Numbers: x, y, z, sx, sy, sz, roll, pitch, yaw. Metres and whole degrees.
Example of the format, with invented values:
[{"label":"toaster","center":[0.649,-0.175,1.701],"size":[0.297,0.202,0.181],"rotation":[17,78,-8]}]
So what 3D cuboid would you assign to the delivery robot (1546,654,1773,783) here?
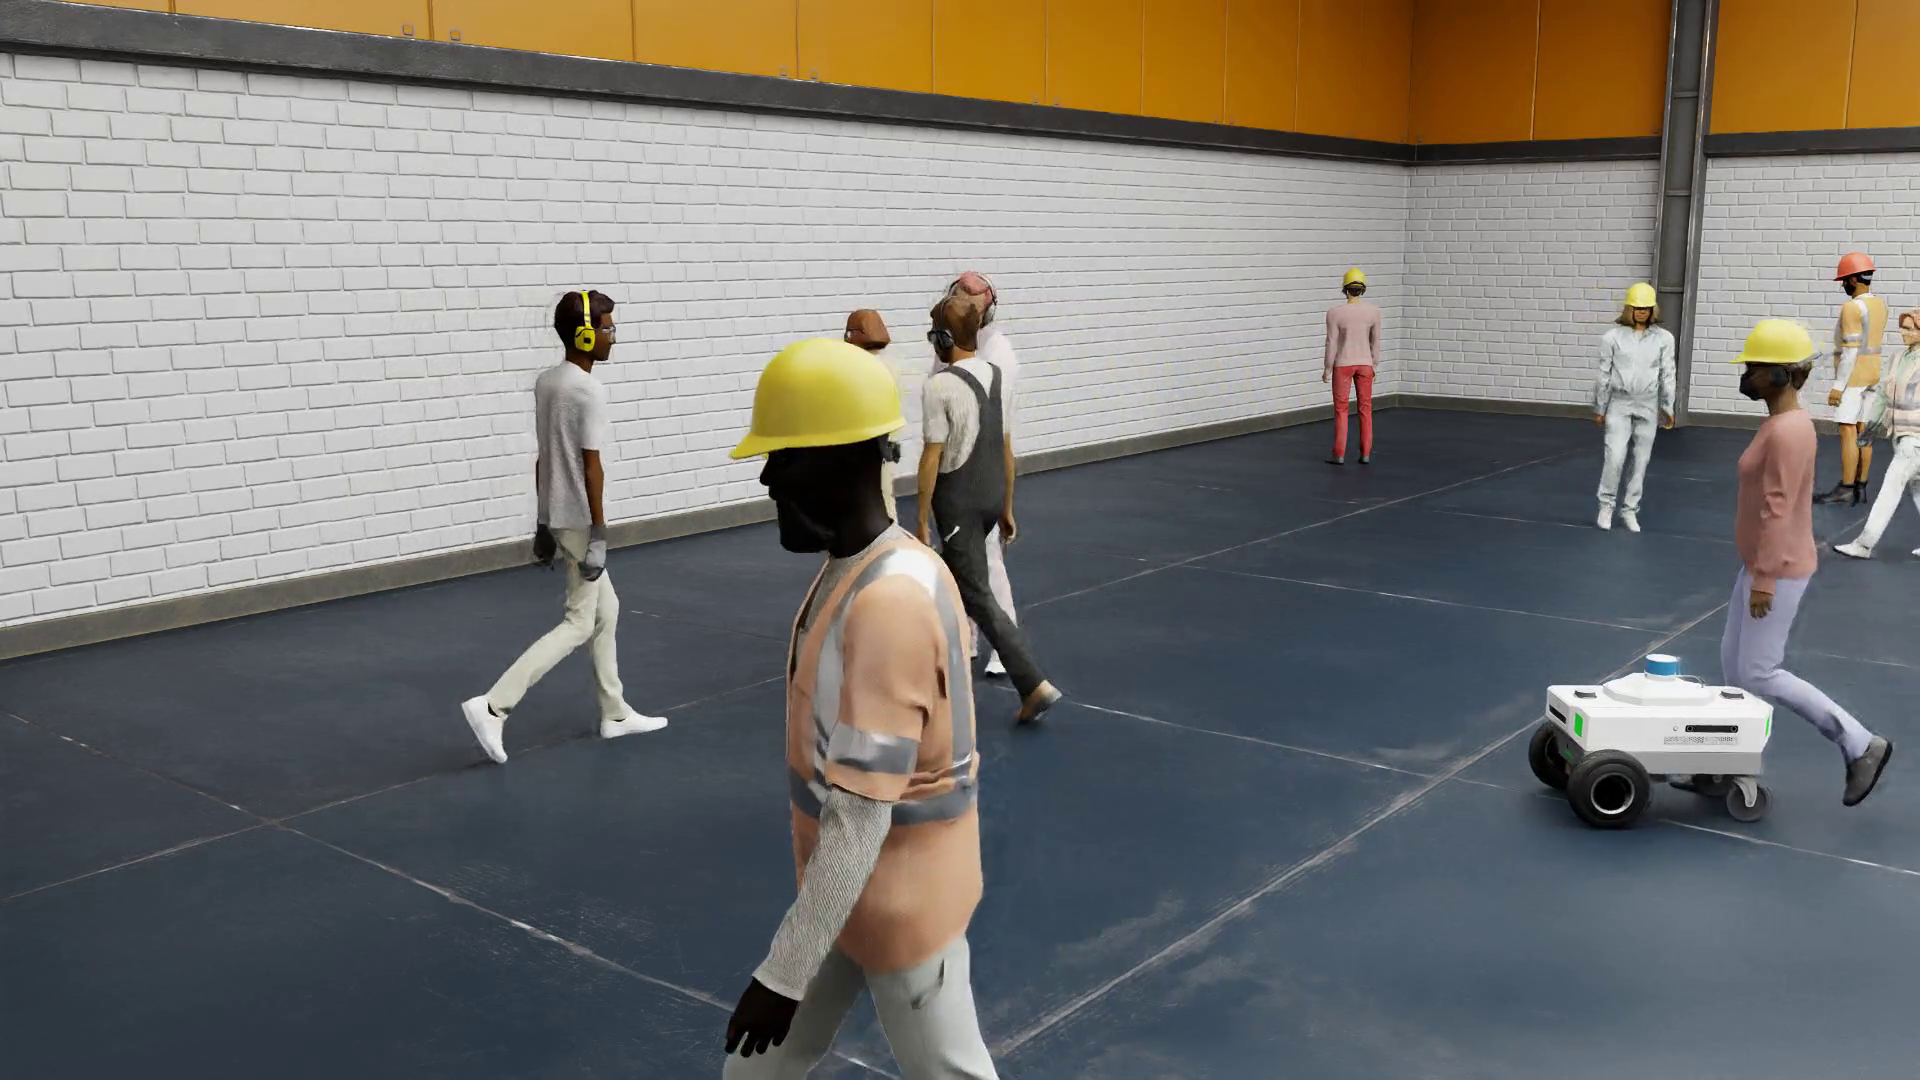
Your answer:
[{"label":"delivery robot","center":[2.469,0.649,5.893],"size":[0.707,0.478,0.477],"rotation":[0,10,1]}]

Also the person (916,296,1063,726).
[{"label":"person","center":[0.078,-0.123,7.017],"size":[0.948,1.802,0.518],"rotation":[8,13,39]}]

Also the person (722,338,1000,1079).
[{"label":"person","center":[-0.156,0.593,2.842],"size":[1.041,1.865,0.599],"rotation":[-3,11,-15]}]

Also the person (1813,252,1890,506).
[{"label":"person","center":[6.805,-1.220,12.708],"size":[0.542,1.927,0.380],"rotation":[-8,13,-37]}]

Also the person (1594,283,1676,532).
[{"label":"person","center":[4.676,-0.906,11.522],"size":[0.500,1.724,0.439],"rotation":[1,10,5]}]

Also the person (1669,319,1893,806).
[{"label":"person","center":[2.934,0.101,5.857],"size":[0.613,1.752,0.527],"rotation":[4,11,21]}]

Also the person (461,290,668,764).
[{"label":"person","center":[-1.565,-0.052,6.508],"size":[0.843,1.841,0.513],"rotation":[-8,13,-37]}]

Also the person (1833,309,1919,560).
[{"label":"person","center":[6.003,-0.662,10.550],"size":[0.876,1.591,0.515],"rotation":[0,10,-2]}]

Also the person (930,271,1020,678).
[{"label":"person","center":[0.037,-0.309,7.808],"size":[0.415,1.881,0.741],"rotation":[-3,11,-18]}]

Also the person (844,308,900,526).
[{"label":"person","center":[-0.518,-0.514,9.609],"size":[0.267,1.631,0.508],"rotation":[6,12,30]}]

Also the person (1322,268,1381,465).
[{"label":"person","center":[3.525,-1.554,14.999],"size":[0.524,1.769,0.315],"rotation":[-2,10,-8]}]
